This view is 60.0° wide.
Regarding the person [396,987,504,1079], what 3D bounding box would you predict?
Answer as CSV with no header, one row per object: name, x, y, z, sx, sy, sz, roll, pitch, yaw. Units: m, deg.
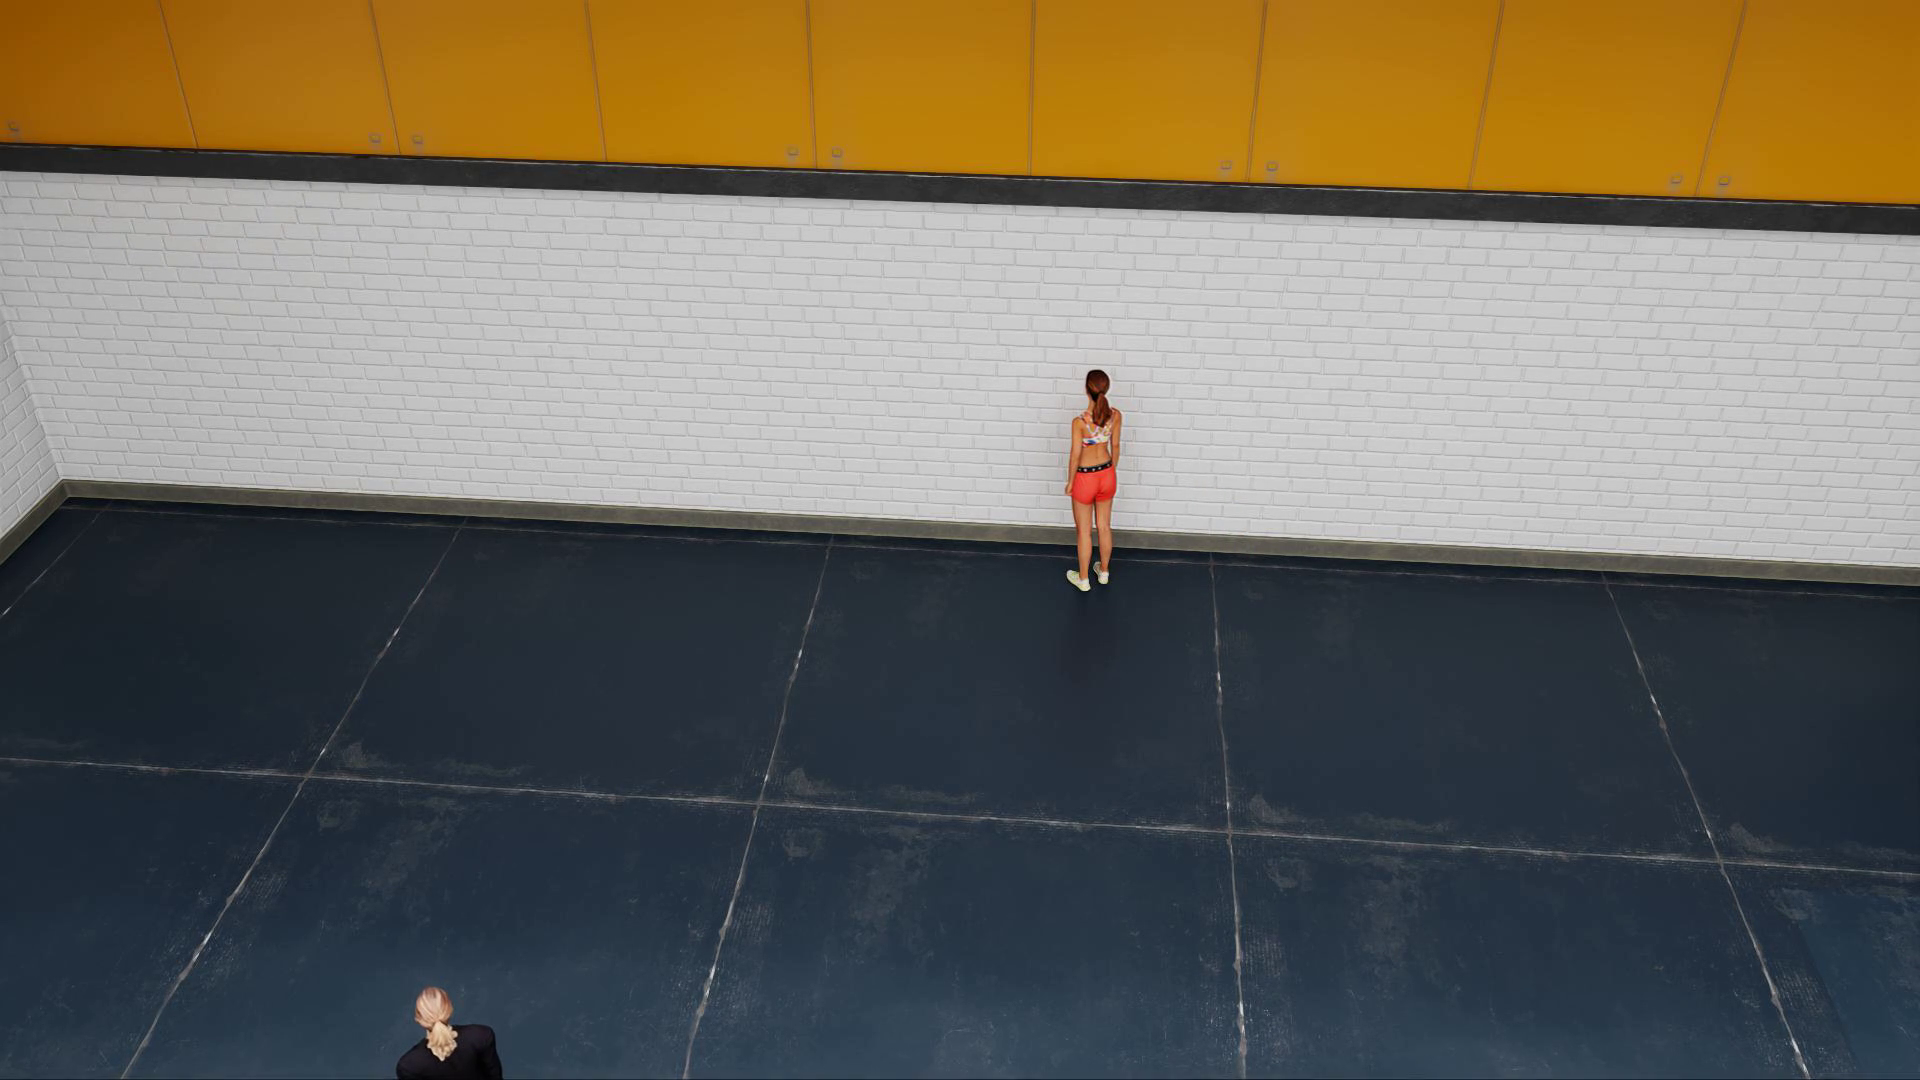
person,-2.283,2.677,7.659,0.700,1.707,0.733,-19,38,-26

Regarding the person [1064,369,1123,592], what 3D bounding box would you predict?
person,0.983,-0.434,12.265,0.669,1.789,0.682,-14,36,-20
